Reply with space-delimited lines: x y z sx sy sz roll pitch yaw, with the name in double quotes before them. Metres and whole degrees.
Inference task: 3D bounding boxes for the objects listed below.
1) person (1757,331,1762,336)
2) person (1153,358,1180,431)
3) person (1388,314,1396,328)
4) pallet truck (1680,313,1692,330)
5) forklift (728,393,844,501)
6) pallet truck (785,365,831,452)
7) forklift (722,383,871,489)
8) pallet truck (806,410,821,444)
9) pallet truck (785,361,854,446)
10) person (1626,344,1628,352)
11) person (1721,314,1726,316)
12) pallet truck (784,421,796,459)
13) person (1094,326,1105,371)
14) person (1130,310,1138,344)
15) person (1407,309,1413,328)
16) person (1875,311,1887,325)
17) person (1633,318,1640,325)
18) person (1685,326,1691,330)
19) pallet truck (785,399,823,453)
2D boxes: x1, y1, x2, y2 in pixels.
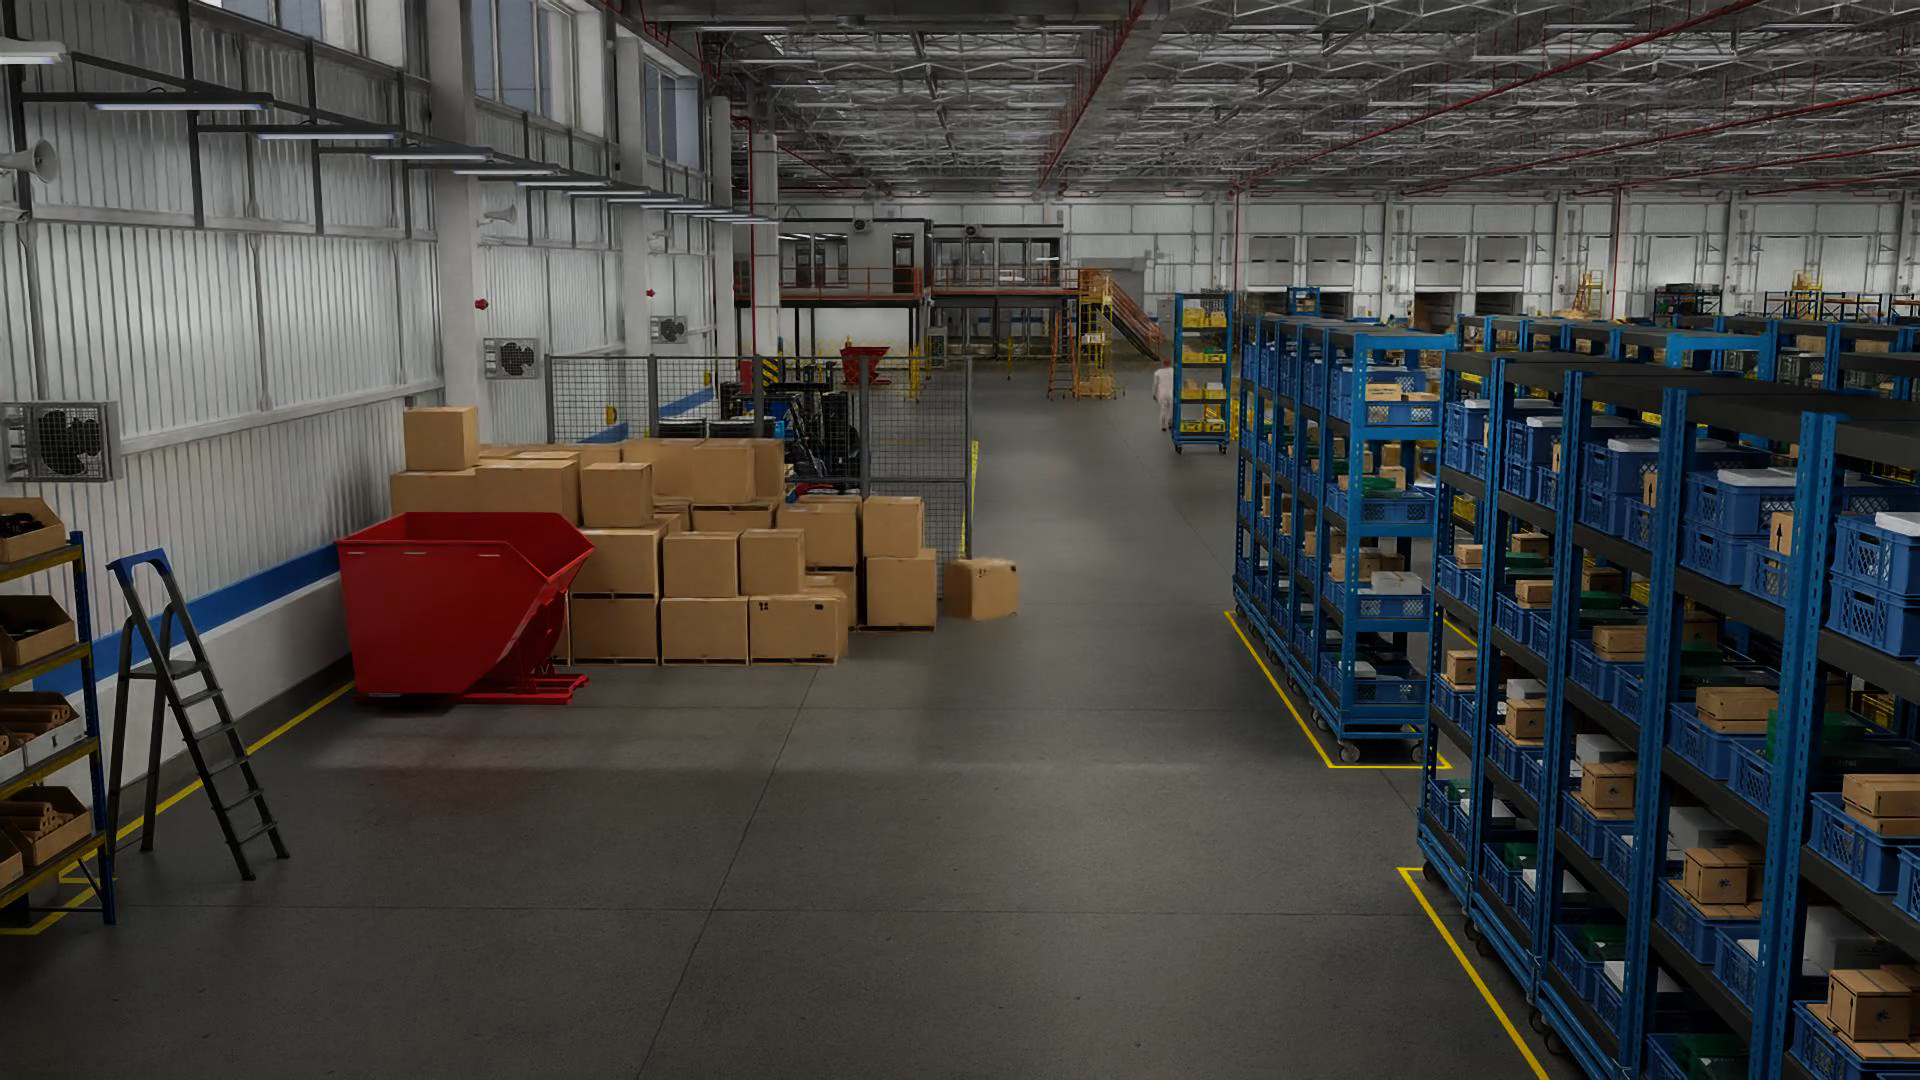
"person" 31.159 -7.318 64.965 0.960 1.818 0.539 -4 10 -22
"person" 5.306 -3.748 42.828 0.677 1.850 0.996 1 9 7
"person" 22.668 -10.961 87.412 0.452 1.825 0.638 1 9 8
"pallet truck" 36.315 -10.531 84.244 0.823 1.965 1.885 -6 11 -33
"forklift" -2.979 -1.316 26.476 2.680 1.987 1.157 0 9 1
"pallet truck" -3.774 -2.976 37.635 1.885 1.965 0.823 1 9 5
"forklift" -2.893 -1.687 28.729 2.680 1.987 1.157 0 9 -1
"pallet truck" -3.559 -2.018 33.905 1.522 1.261 0.704 0 9 -1
"pallet truck" -3.410 -3.193 38.978 1.885 1.965 0.823 0 9 -1
"person" 25.564 -7.256 64.200 0.471 1.939 0.627 1 9 5
"person" 39.285 -10.751 86.024 0.664 1.854 0.955 -1 9 -4
"pallet truck" -4.013 -1.793 32.705 1.601 1.201 0.680 0 9 1
"person" 5.724 -7.794 67.824 0.345 1.846 0.508 -4 10 -22
"person" 9.770 -12.013 93.586 0.620 1.933 0.467 9 13 42
"person" 25.592 -12.173 94.621 0.395 1.920 0.585 5 11 29
"person" 50.227 -11.514 90.659 1.007 1.877 0.568 -5 10 -28
"person" 32.852 -9.867 80.712 0.971 1.812 0.543 -1 9 -5
"person" 30.258 -8.040 69.122 0.597 1.916 0.372 -7 12 -38
"pallet truck" -3.814 -2.432 36.419 1.630 1.274 0.653 0 9 1
